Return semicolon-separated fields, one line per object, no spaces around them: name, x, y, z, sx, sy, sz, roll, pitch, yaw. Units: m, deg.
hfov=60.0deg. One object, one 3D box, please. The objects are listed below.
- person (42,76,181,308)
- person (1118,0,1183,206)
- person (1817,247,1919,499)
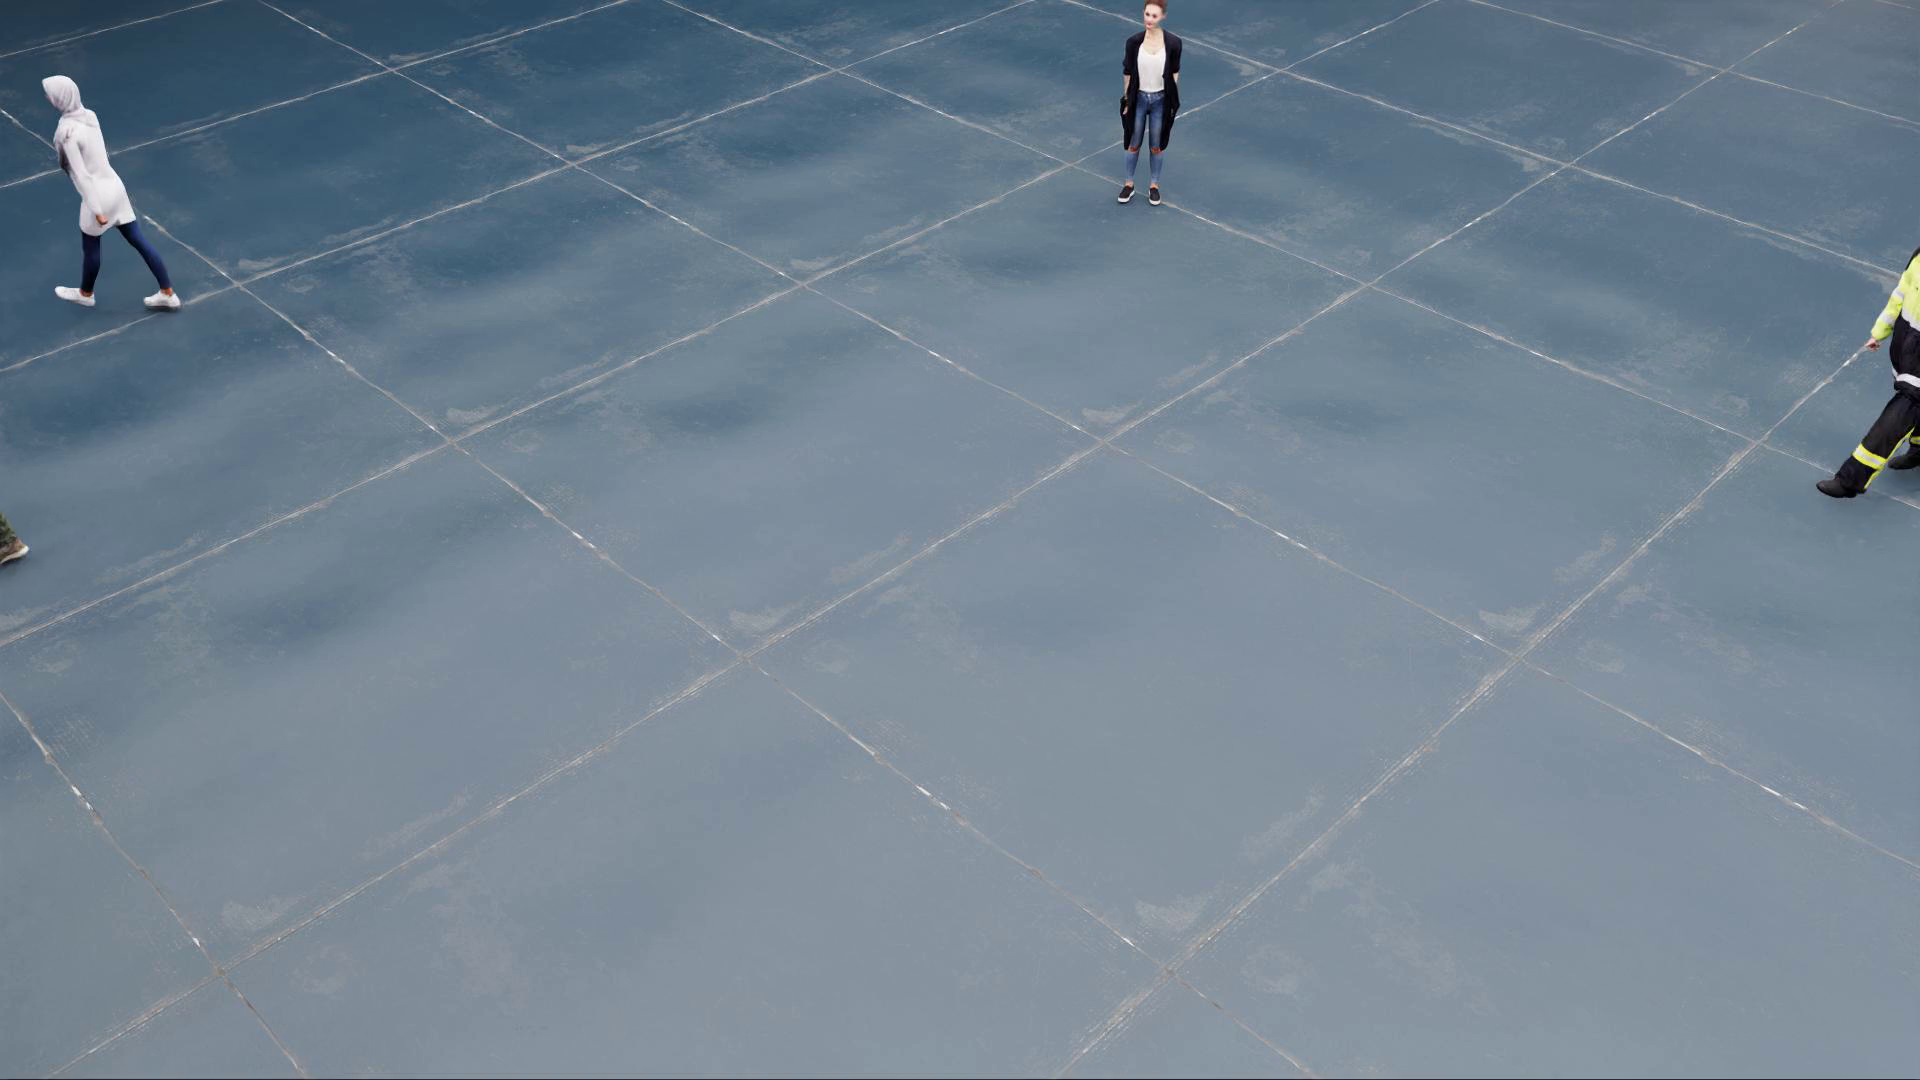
person;-5.924;-2.385;11.669;1.093;1.736;1.095;4;37;5
person;1.501;-3.473;13.144;0.723;1.683;0.748;6;38;8
person;5.826;-1.130;9.858;1.380;1.930;1.165;-10;38;-13
